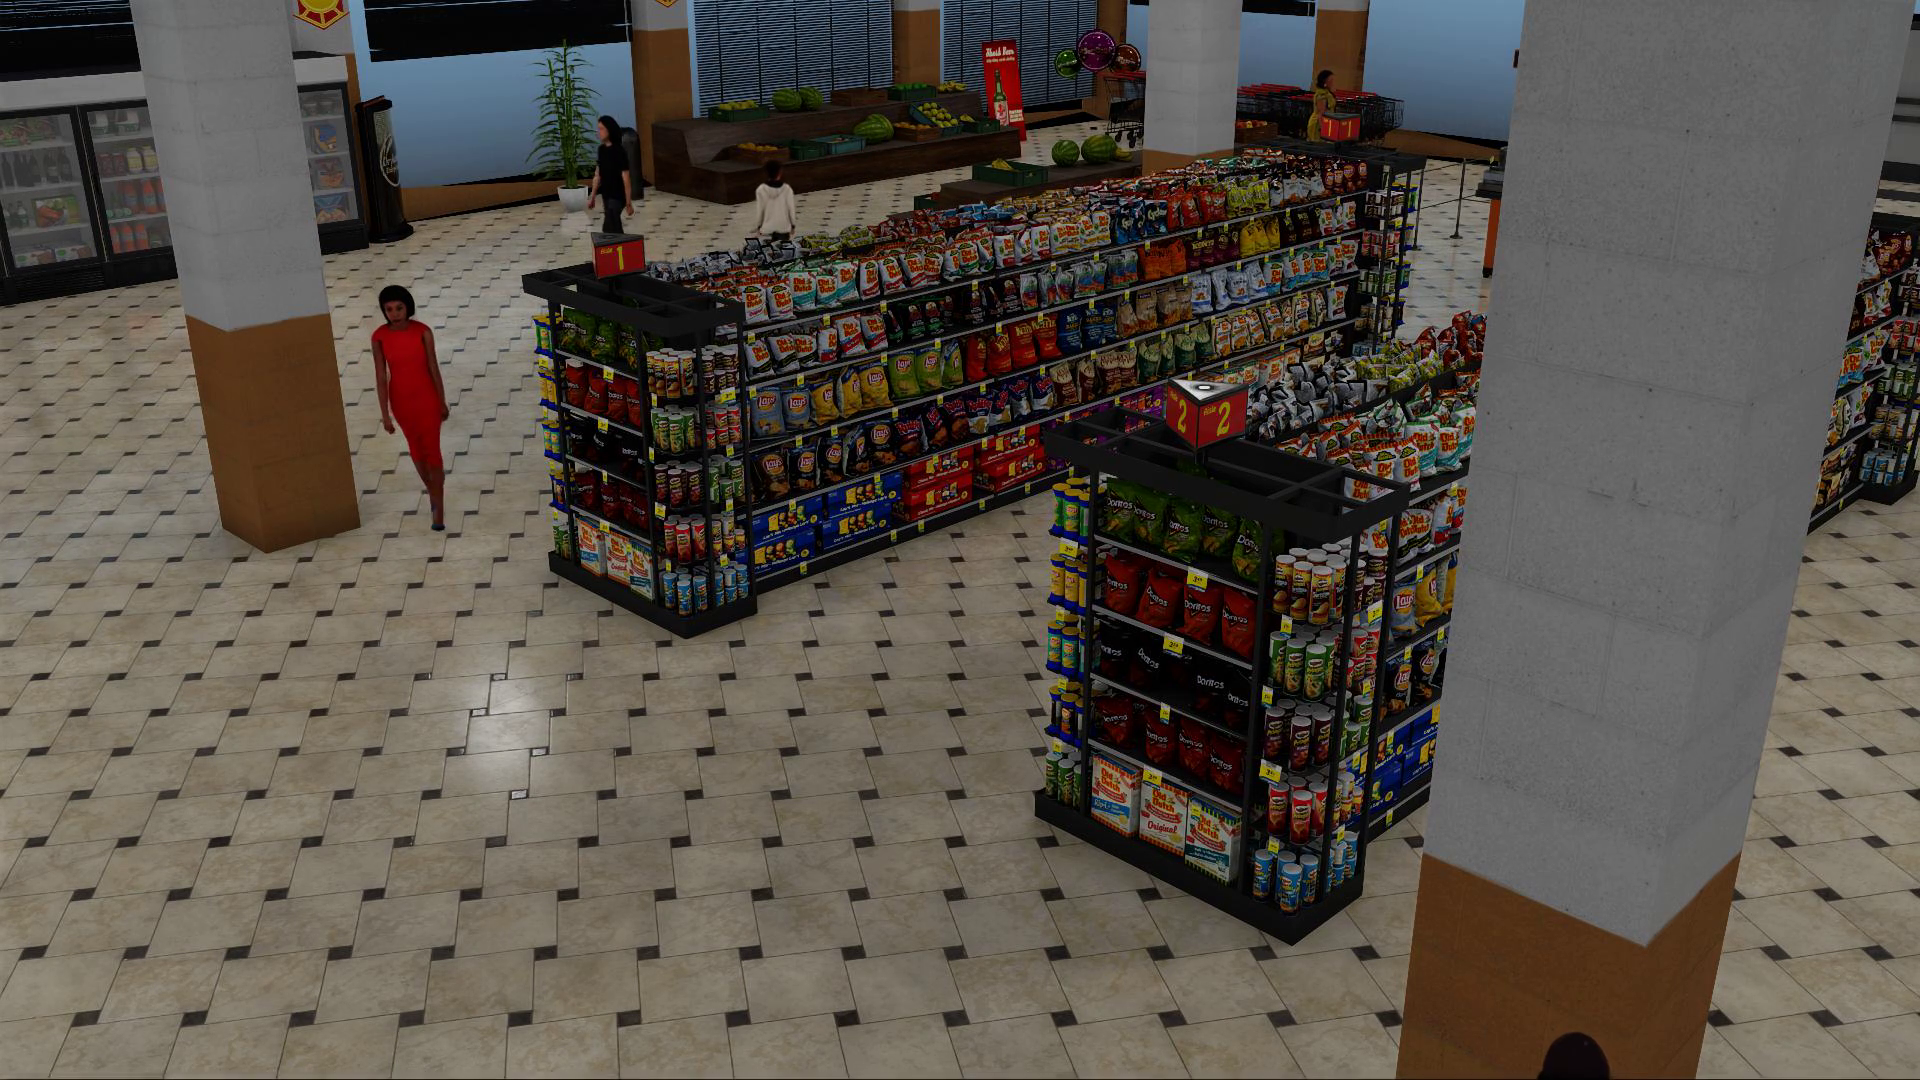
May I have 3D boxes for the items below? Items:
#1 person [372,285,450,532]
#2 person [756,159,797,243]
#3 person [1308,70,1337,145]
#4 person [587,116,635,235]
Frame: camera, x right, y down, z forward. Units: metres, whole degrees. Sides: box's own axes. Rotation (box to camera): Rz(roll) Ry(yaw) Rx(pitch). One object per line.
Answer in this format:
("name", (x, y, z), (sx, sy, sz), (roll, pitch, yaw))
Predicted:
("person", (-3.823, -0.953, 11.675), (1.012, 1.714, 0.978), (-5, 23, -13))
("person", (-2.021, -3.367, 18.092), (0.844, 1.407, 0.931), (2, 22, 6))
("person", (5.309, -6.079, 24.502), (1.026, 1.659, 0.896), (6, 23, 14))
("person", (-3.841, -3.876, 18.808), (0.775, 1.818, 0.695), (-17, 27, -35))
